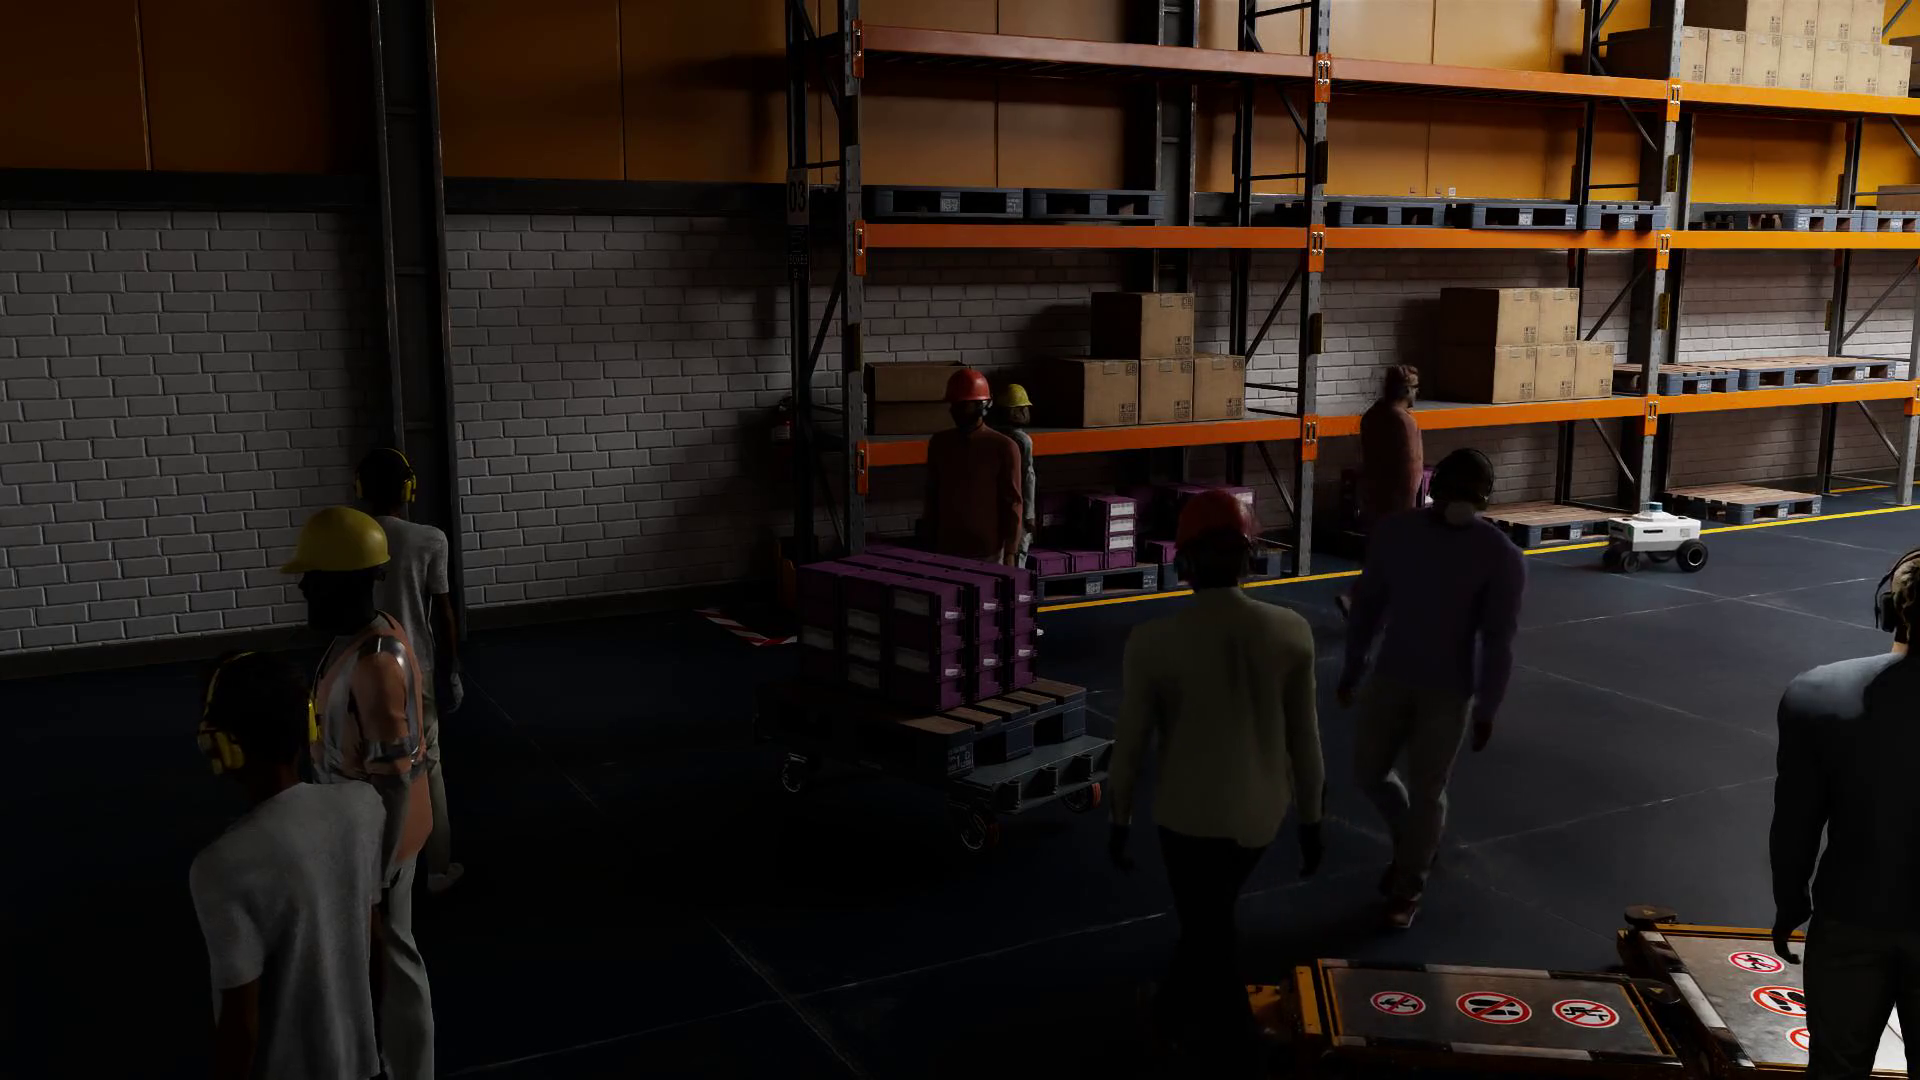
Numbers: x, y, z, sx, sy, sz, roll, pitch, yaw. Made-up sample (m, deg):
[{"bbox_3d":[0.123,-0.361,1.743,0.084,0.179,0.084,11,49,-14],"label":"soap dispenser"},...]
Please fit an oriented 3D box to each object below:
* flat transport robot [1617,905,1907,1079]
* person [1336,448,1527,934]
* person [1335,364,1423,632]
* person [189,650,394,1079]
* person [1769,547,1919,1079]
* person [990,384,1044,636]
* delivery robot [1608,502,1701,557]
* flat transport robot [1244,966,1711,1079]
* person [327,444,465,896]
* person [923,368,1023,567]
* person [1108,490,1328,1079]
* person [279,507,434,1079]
[{"bbox_3d":[2.690,1.572,5.482,0.652,0.197,1.431,1,10,7],"label":"flat transport robot"},{"bbox_3d":[1.832,0.580,6.495,0.695,1.915,0.521,7,12,37],"label":"person"},{"bbox_3d":[2.886,-0.259,11.408,0.608,1.886,0.648,-2,10,-12],"label":"person"},{"bbox_3d":[-1.370,1.134,3.426,0.327,1.865,0.519,3,10,19],"label":"person"},{"bbox_3d":[2.357,0.968,4.165,0.630,1.940,0.372,6,12,31],"label":"person"},{"bbox_3d":[0.350,-0.204,11.470,0.311,1.744,0.486,-8,13,-38],"label":"person"},{"bbox_3d":[5.778,-0.072,13.852,0.707,0.478,0.477,-2,10,-12],"label":"delivery robot"},{"bbox_3d":[1.630,1.594,5.357,1.431,0.197,0.652,1,10,8],"label":"flat transport robot"},{"bbox_3d":[-2.309,0.545,6.801,0.532,1.868,0.310,-2,10,-11],"label":"person"},{"bbox_3d":[0.056,0.029,9.404,0.613,1.995,0.391,6,11,31],"label":"person"},{"bbox_3d":[0.769,0.817,5.070,0.639,1.922,1.040,-4,10,-20],"label":"person"},{"bbox_3d":[-1.729,0.856,4.843,0.366,1.927,0.585,-5,11,-26],"label":"person"}]
